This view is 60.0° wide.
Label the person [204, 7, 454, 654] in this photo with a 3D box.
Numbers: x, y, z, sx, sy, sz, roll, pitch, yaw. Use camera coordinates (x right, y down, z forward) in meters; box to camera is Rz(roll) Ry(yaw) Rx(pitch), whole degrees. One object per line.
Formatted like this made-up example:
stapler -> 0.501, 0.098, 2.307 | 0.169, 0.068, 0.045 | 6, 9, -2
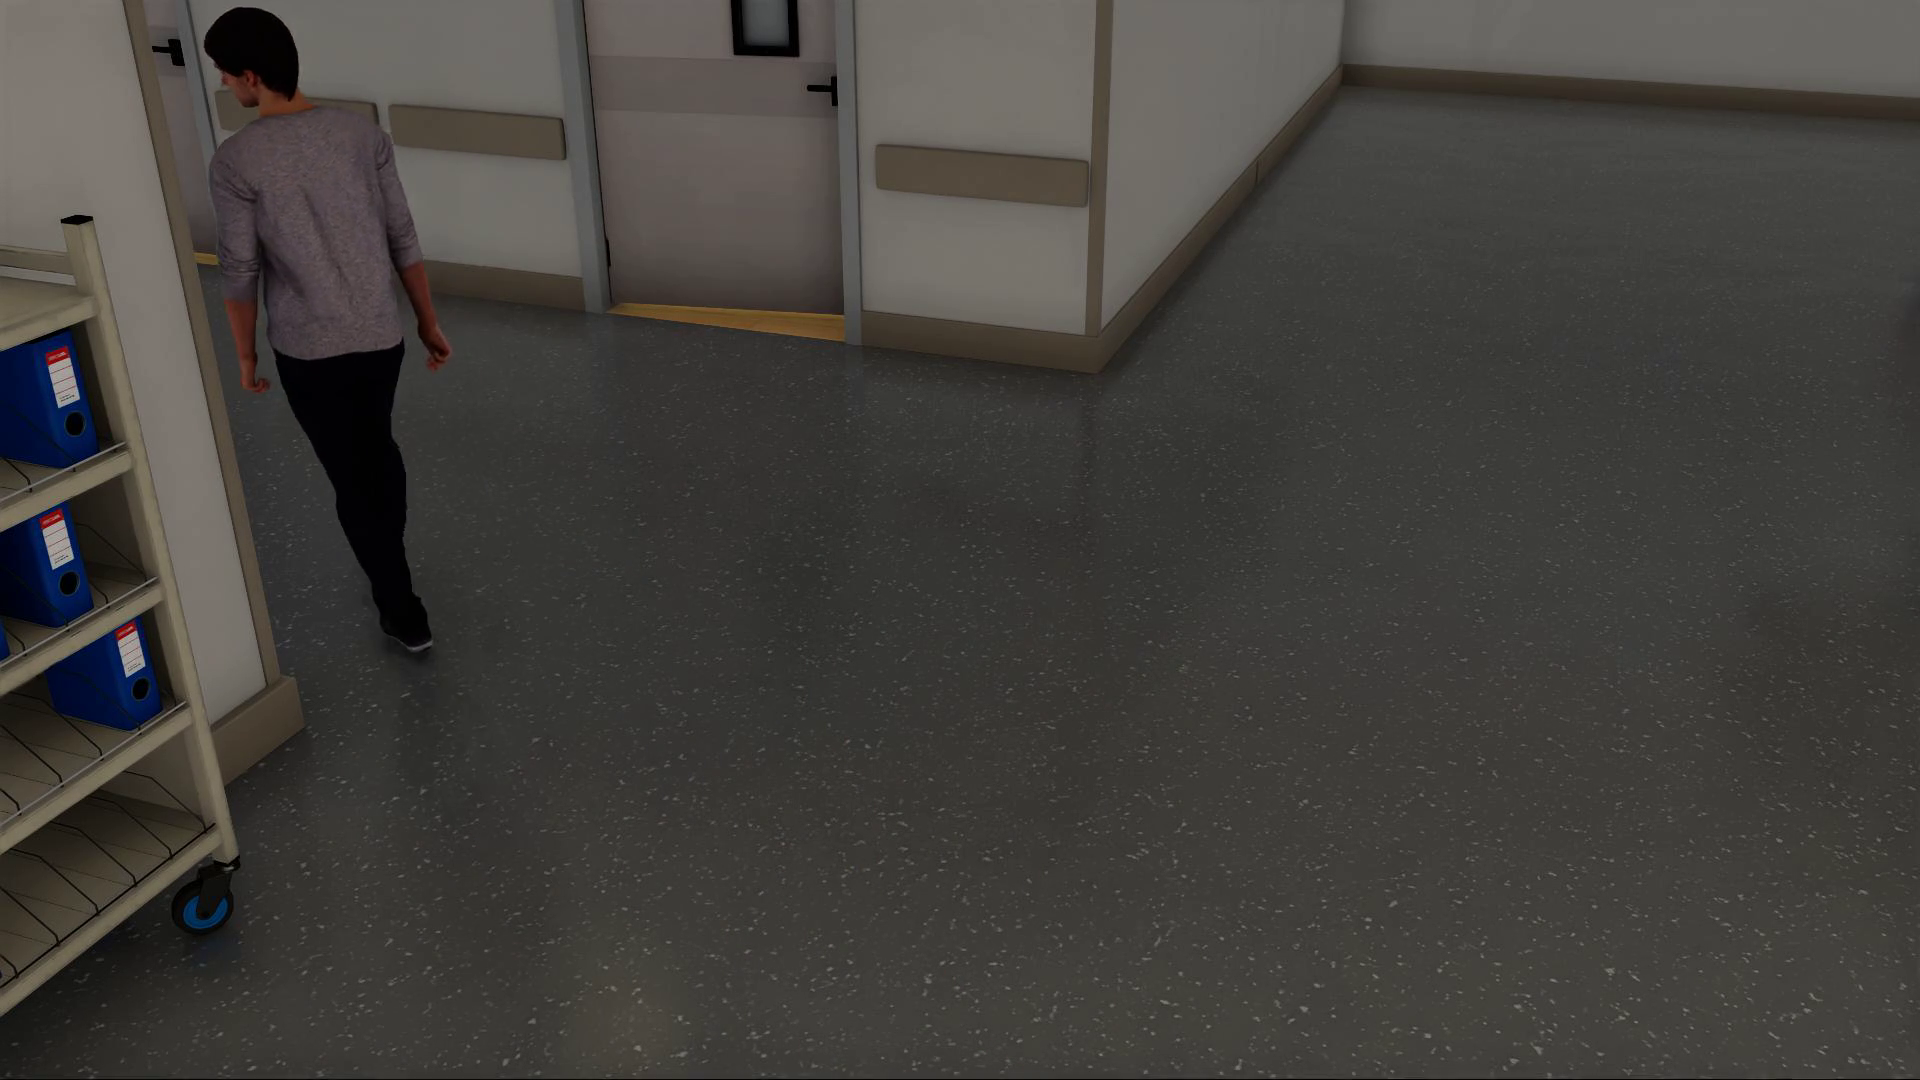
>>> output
person -> -1.681, -0.506, 4.603 | 1.037, 1.801, 1.027 | -20, 32, -36
